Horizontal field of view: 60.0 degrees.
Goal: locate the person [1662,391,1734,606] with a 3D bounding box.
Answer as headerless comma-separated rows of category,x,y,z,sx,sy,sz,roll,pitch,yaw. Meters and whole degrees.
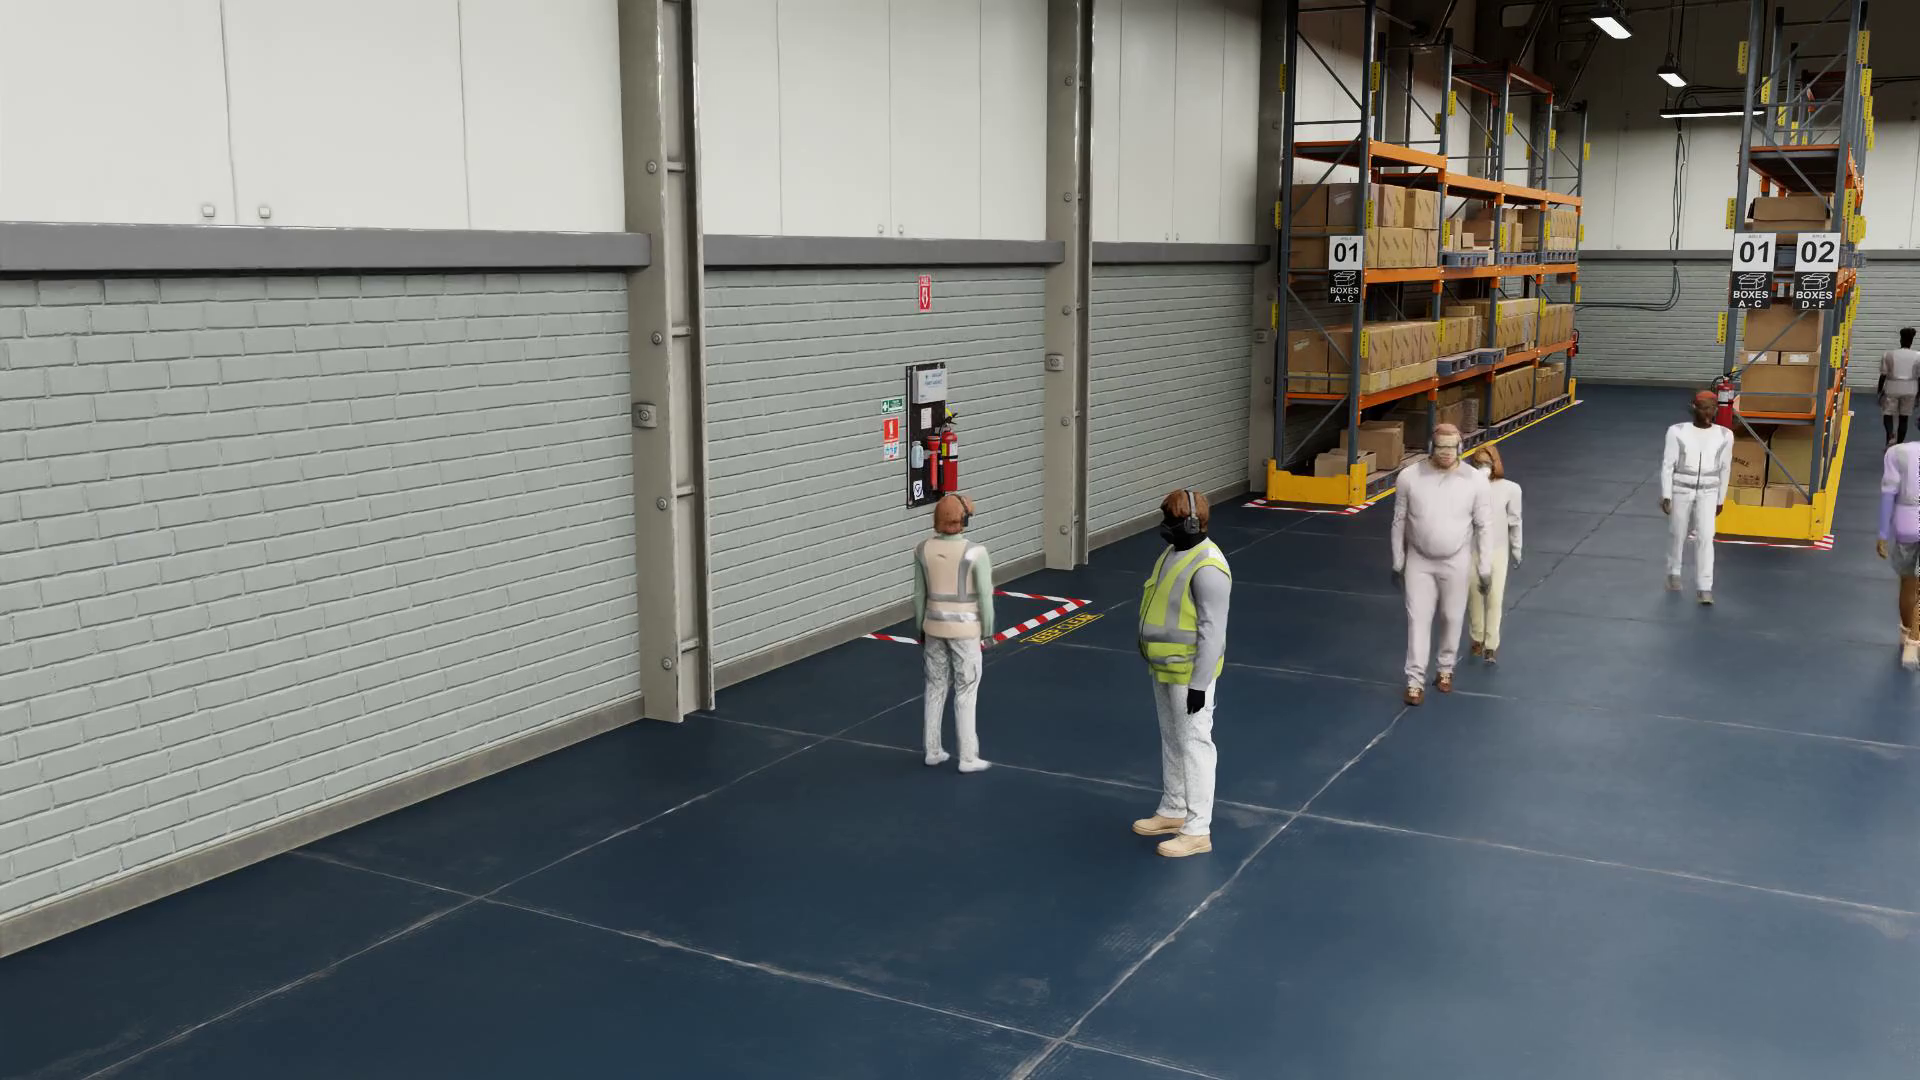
person,6.444,-0.395,14.594,0.580,1.835,1.003,3,10,15

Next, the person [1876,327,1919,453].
person,14.055,-2.210,24.844,0.627,1.945,0.465,5,11,26

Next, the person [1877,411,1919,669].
person,7.131,-0.077,12.267,0.626,1.981,1.075,7,12,34

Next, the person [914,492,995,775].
person,-0.039,0.544,9.631,0.513,1.640,0.308,6,11,32

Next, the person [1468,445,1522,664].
person,3.843,0.113,12.242,0.532,1.596,0.788,4,10,22

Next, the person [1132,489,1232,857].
person,1.113,0.658,8.371,0.429,1.844,0.627,-2,10,-14

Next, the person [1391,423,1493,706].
person,3.258,0.149,11.262,0.681,1.898,0.659,3,10,17
